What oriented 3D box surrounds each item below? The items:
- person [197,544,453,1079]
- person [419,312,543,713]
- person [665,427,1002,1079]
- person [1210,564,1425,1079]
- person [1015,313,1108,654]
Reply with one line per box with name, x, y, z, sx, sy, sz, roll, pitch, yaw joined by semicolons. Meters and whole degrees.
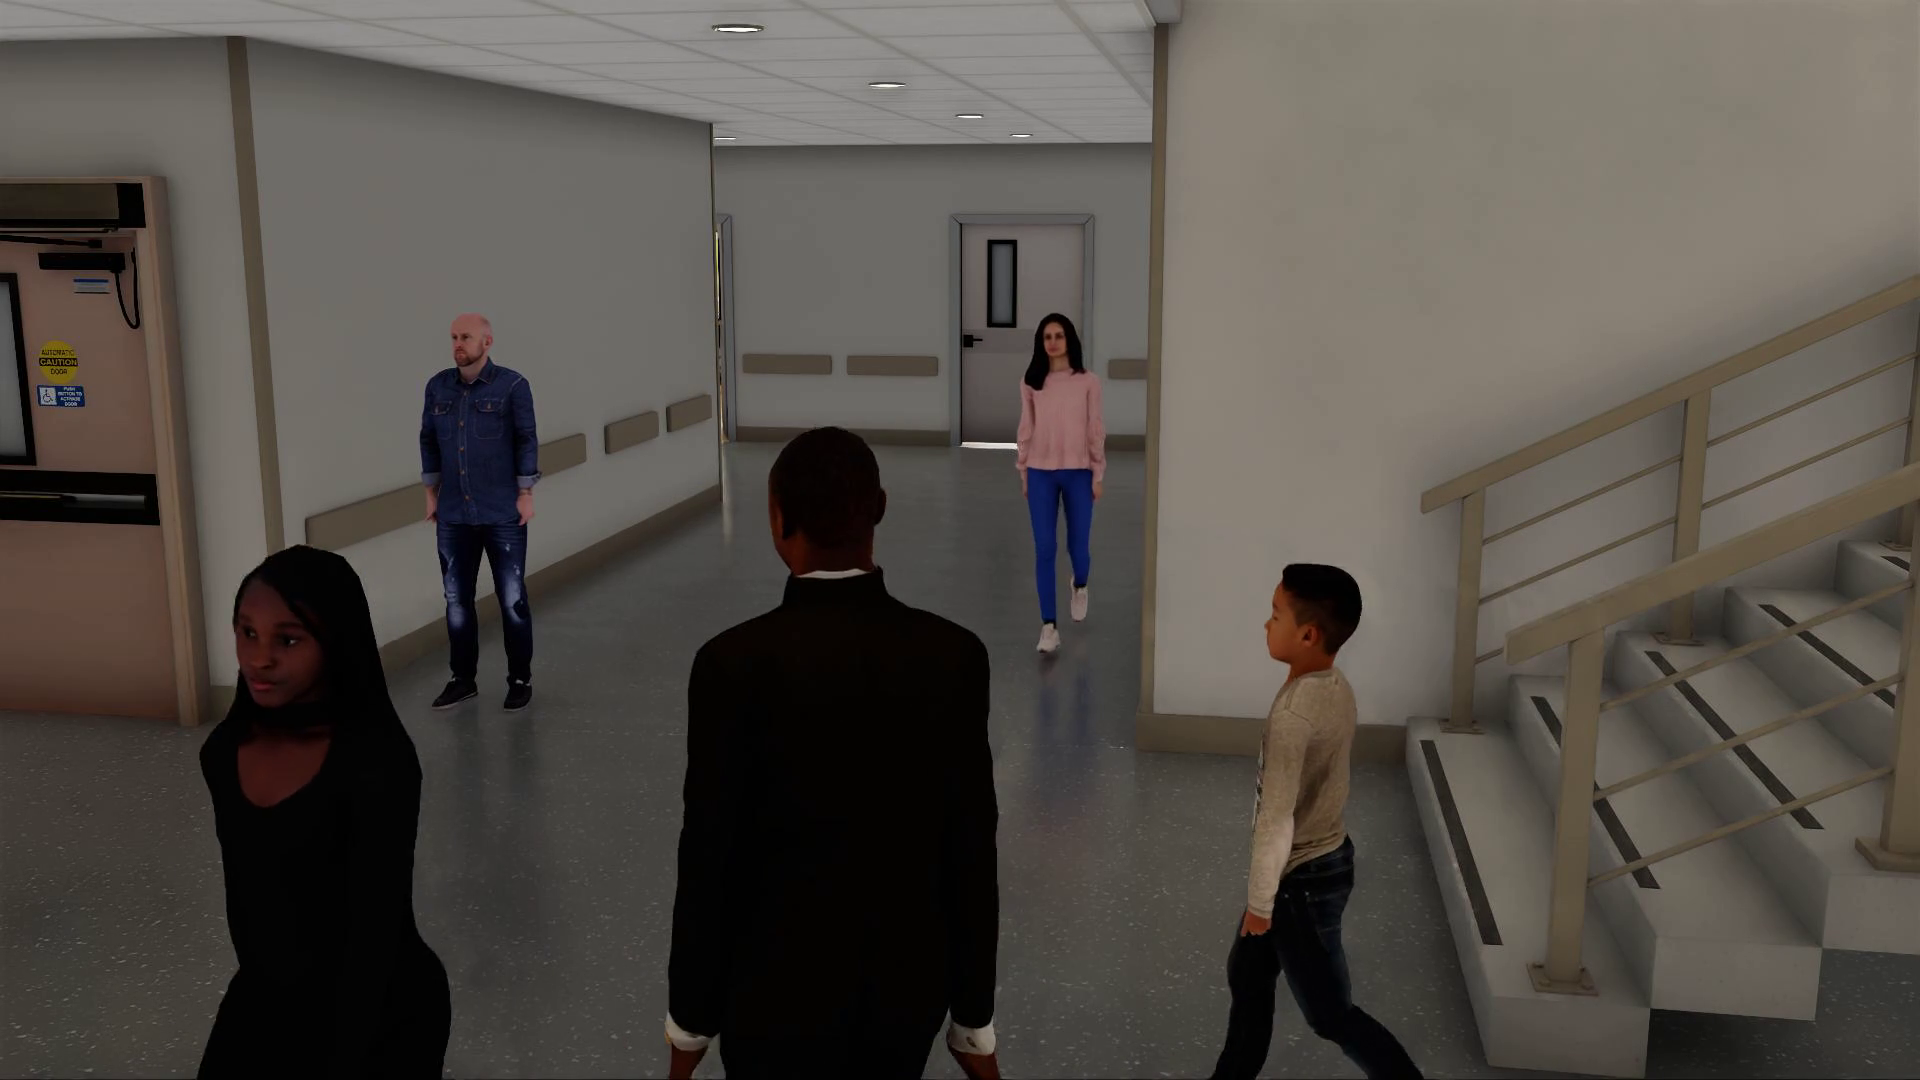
person;-0.992;0.849;2.840;0.972;1.692;0.805;5;12;23
person;-2.197;-0.128;7.629;0.506;1.825;0.786;1;11;7
person;-0.161;0.796;2.650;1.319;1.867;1.217;-5;12;-23
person;0.858;0.789;3.830;1.035;1.441;0.691;4;11;20
person;0.556;-0.306;8.788;0.993;1.743;0.735;3;11;14
